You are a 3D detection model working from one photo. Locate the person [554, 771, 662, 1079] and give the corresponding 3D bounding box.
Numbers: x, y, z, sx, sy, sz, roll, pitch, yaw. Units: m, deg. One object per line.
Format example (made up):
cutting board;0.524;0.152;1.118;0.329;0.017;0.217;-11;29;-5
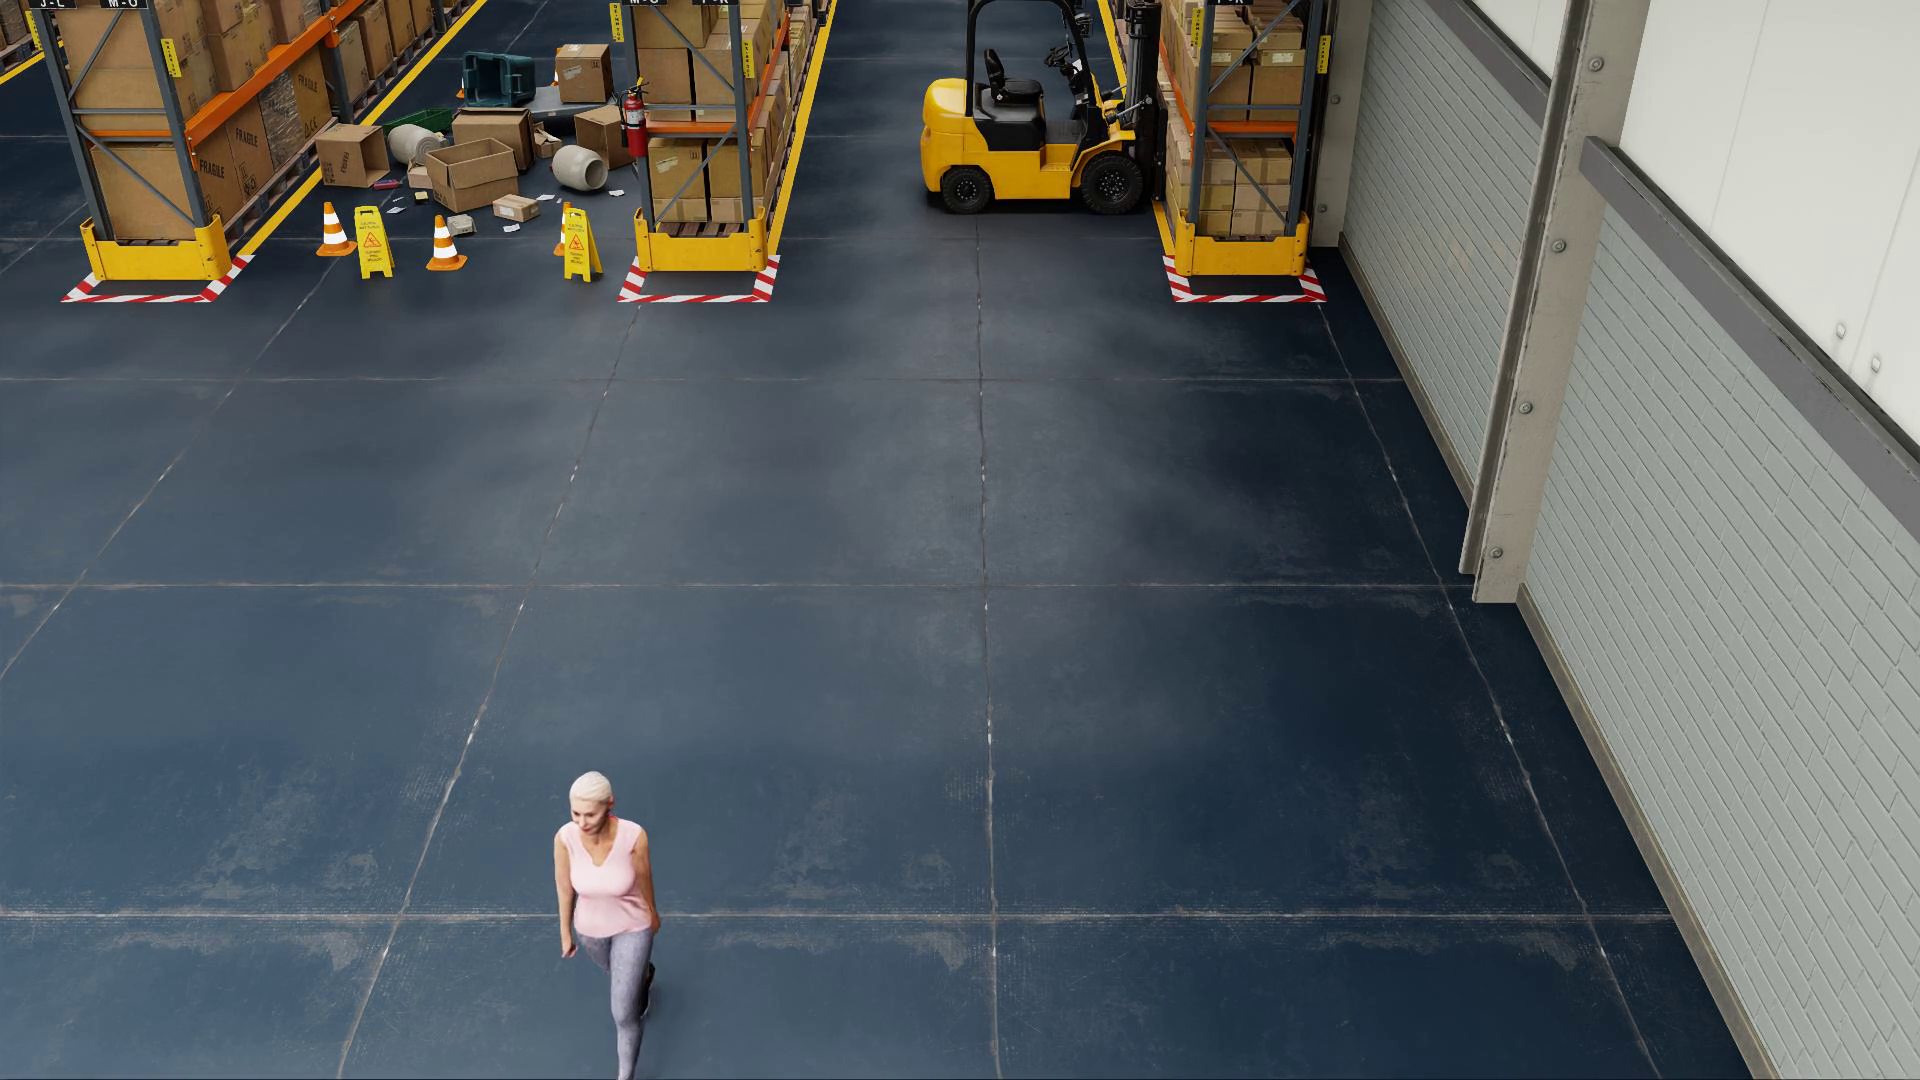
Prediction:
person;-1.489;1.622;7.246;0.628;1.693;1.142;4;32;6
